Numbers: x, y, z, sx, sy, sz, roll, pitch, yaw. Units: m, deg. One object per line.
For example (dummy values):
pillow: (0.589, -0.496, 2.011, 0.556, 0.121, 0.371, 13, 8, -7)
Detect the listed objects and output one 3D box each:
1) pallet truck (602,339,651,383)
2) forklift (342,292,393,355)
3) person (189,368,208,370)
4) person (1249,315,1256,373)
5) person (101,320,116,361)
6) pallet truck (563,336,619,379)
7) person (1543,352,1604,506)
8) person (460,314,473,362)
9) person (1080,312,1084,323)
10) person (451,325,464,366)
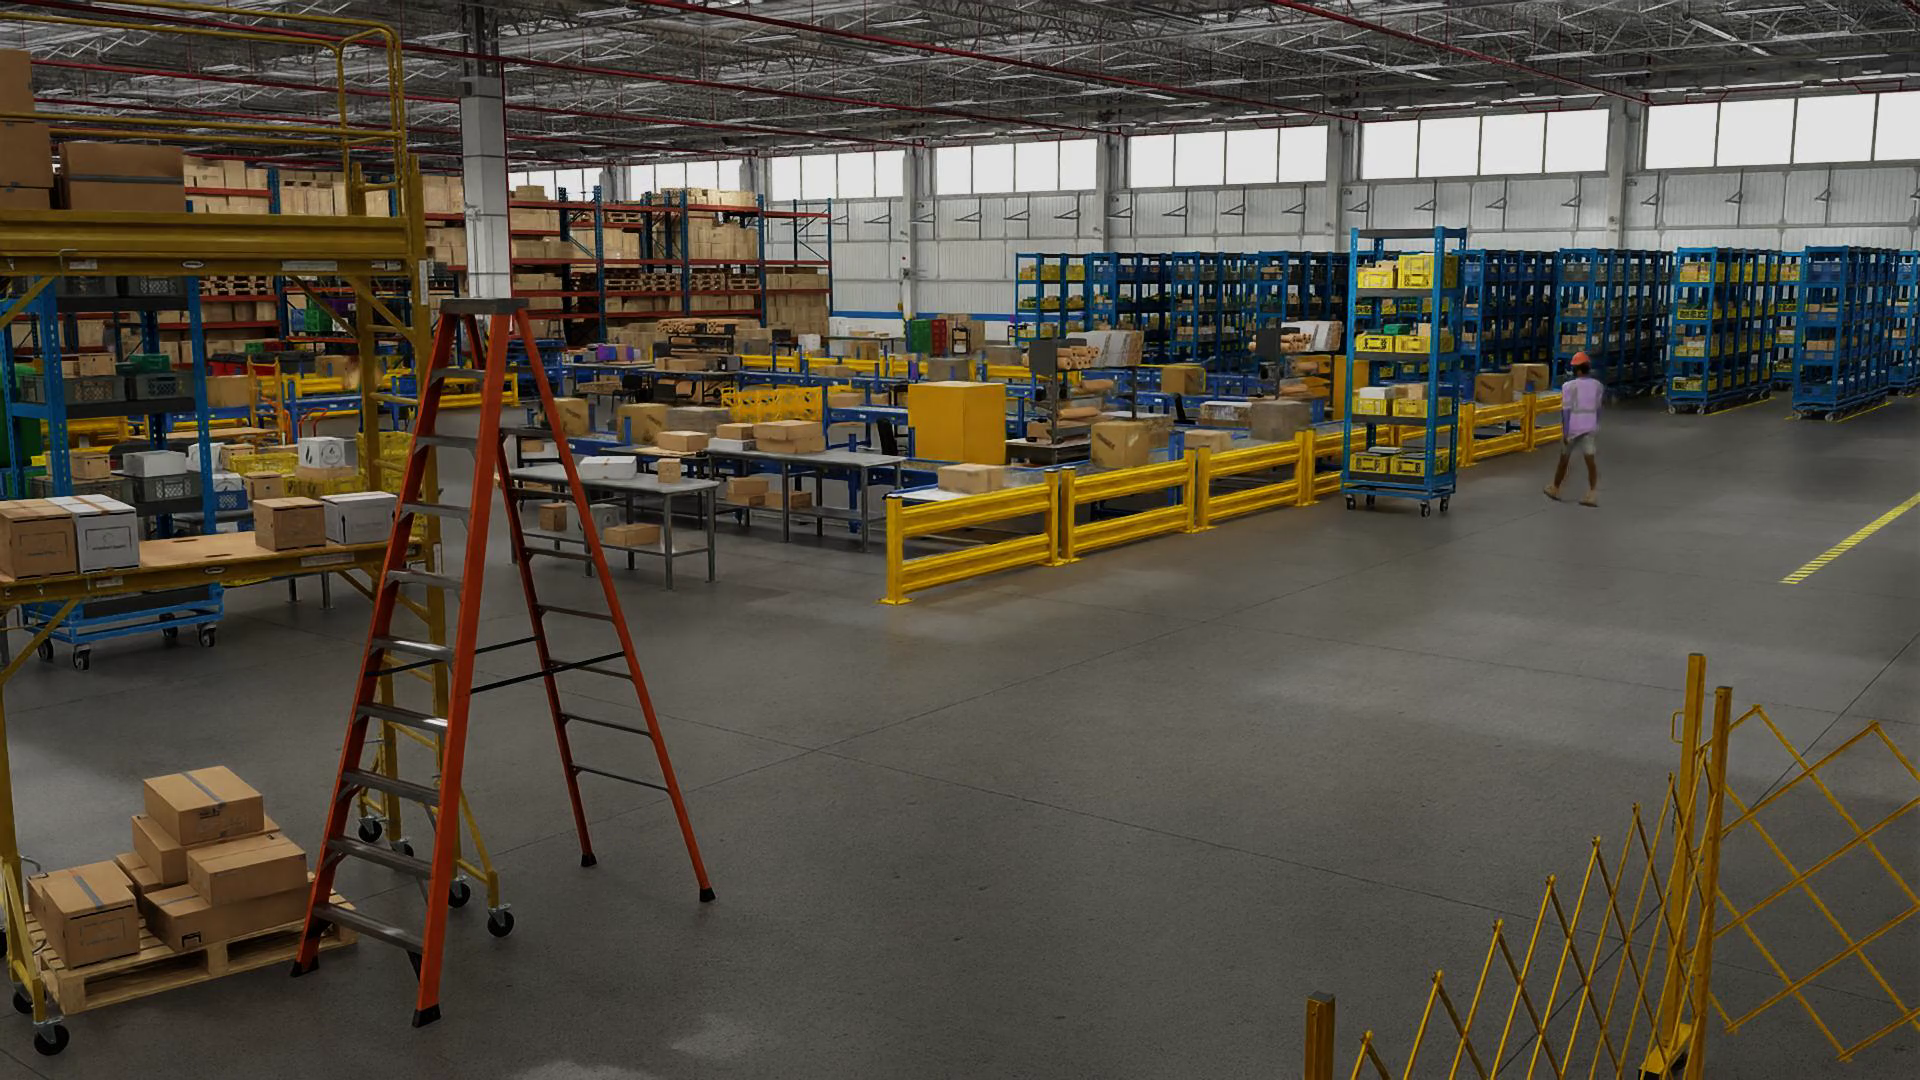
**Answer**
pallet truck: (-8.991, -4.871, 45.351, 0.653, 1.274, 1.630, 7, 11, 37)
forklift: (-16.485, -5.622, 45.120, 1.129, 2.768, 1.873, 7, 11, 37)
person: (-23.968, -6.315, 52.212, 0.639, 1.985, 1.046, 7, 12, 39)
person: (8.976, -5.919, 50.231, 0.404, 1.830, 0.603, -6, 11, -33)
person: (-26.003, -5.894, 50.737, 0.540, 1.606, 0.664, 5, 10, 29)
pallet truck: (-10.690, -5.294, 48.215, 1.601, 1.201, 0.680, -5, 10, -26)
person: (8.143, -1.471, 21.940, 0.609, 1.992, 1.052, -1, 9, -8)
person: (-15.614, -6.302, 52.358, 0.556, 1.917, 0.601, 6, 11, 32)
person: (3.761, -5.974, 50.410, 1.015, 1.902, 0.615, -7, 12, -39)
person: (-15.015, -5.812, 49.576, 0.404, 1.829, 0.591, 1, 9, 9)
